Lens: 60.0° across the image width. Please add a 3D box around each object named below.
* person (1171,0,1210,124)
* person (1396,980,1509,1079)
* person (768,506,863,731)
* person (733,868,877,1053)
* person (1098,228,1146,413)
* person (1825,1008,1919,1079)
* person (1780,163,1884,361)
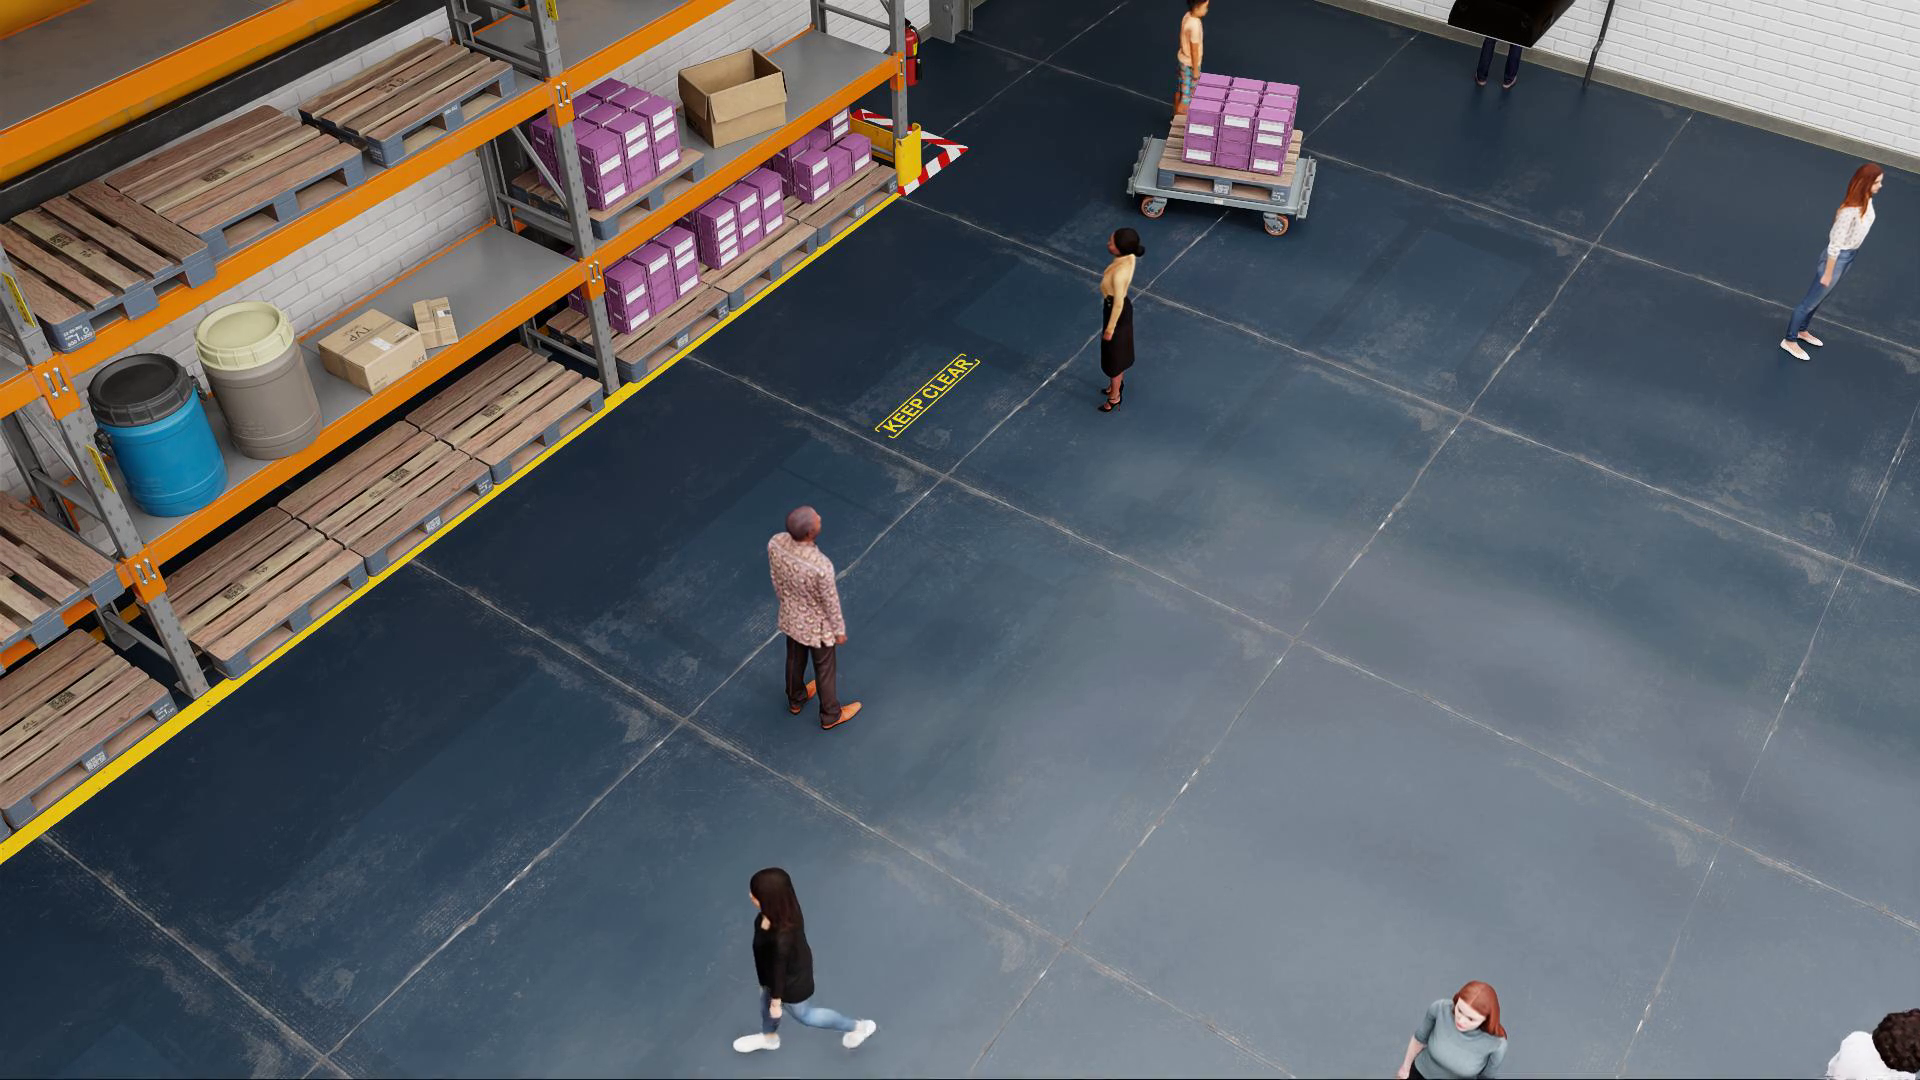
[{"bbox_3d":[2.228,-4.655,16.161,0.728,1.455,0.657,-9,44,-9],"label":"person"},{"bbox_3d":[2.393,2.692,8.239,0.581,1.743,0.549,29,51,27],"label":"person"},{"bbox_3d":[-0.955,0.488,10.506,0.687,1.808,0.576,28,50,26],"label":"person"},{"bbox_3d":[-0.833,2.268,8.773,1.056,1.621,1.014,-5,44,-6],"label":"person"},{"bbox_3d":[1.223,-1.716,12.931,0.697,1.653,0.583,9,44,9],"label":"person"},{"bbox_3d":[4.220,2.858,8.025,0.825,1.798,0.784,-11,45,-12],"label":"person"},{"bbox_3d":[7.087,-2.278,13.467,0.673,1.729,0.490,34,53,31],"label":"person"}]
